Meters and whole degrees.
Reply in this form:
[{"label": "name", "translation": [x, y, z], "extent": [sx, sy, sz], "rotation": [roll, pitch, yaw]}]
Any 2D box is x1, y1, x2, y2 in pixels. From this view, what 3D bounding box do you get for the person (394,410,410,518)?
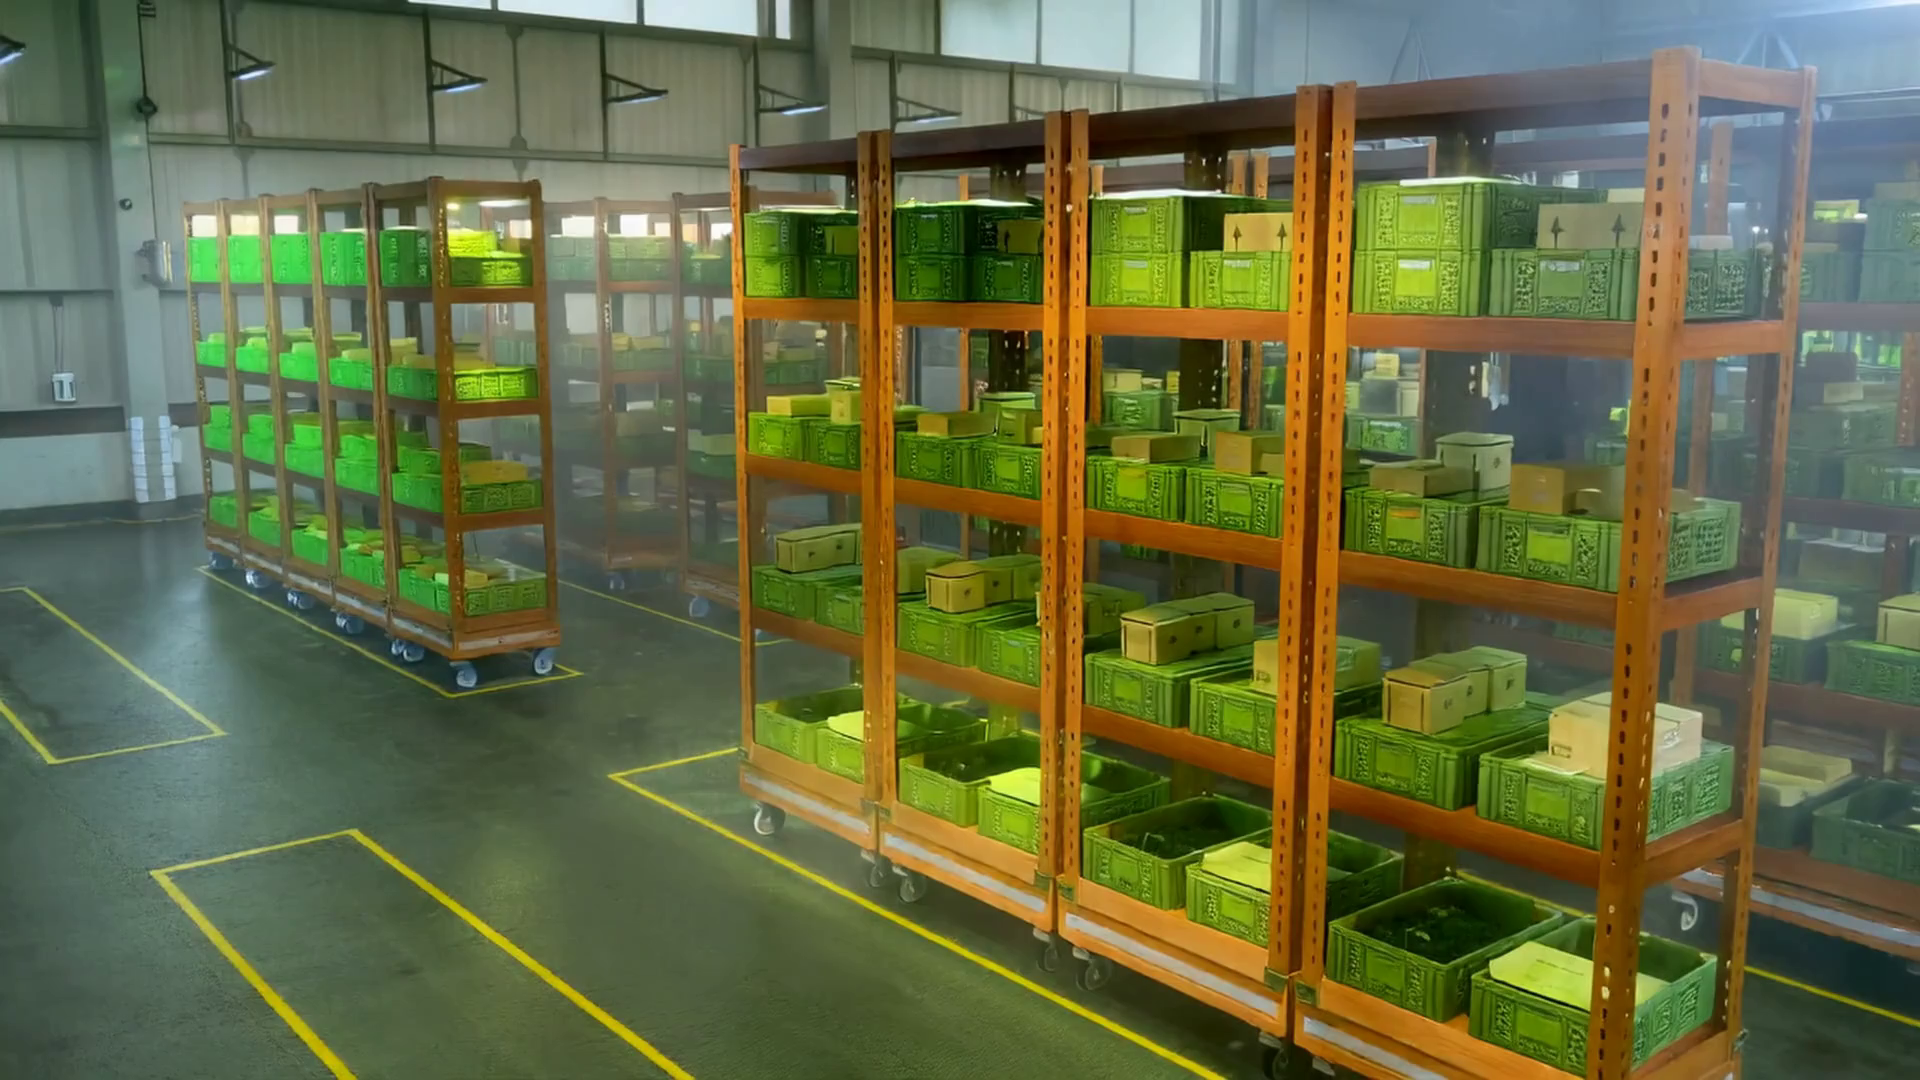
[{"label": "person", "translation": [-6.665, -1.179, 19.810], "extent": [0.390, 1.842, 0.563], "rotation": [-2, 10, -14]}]
